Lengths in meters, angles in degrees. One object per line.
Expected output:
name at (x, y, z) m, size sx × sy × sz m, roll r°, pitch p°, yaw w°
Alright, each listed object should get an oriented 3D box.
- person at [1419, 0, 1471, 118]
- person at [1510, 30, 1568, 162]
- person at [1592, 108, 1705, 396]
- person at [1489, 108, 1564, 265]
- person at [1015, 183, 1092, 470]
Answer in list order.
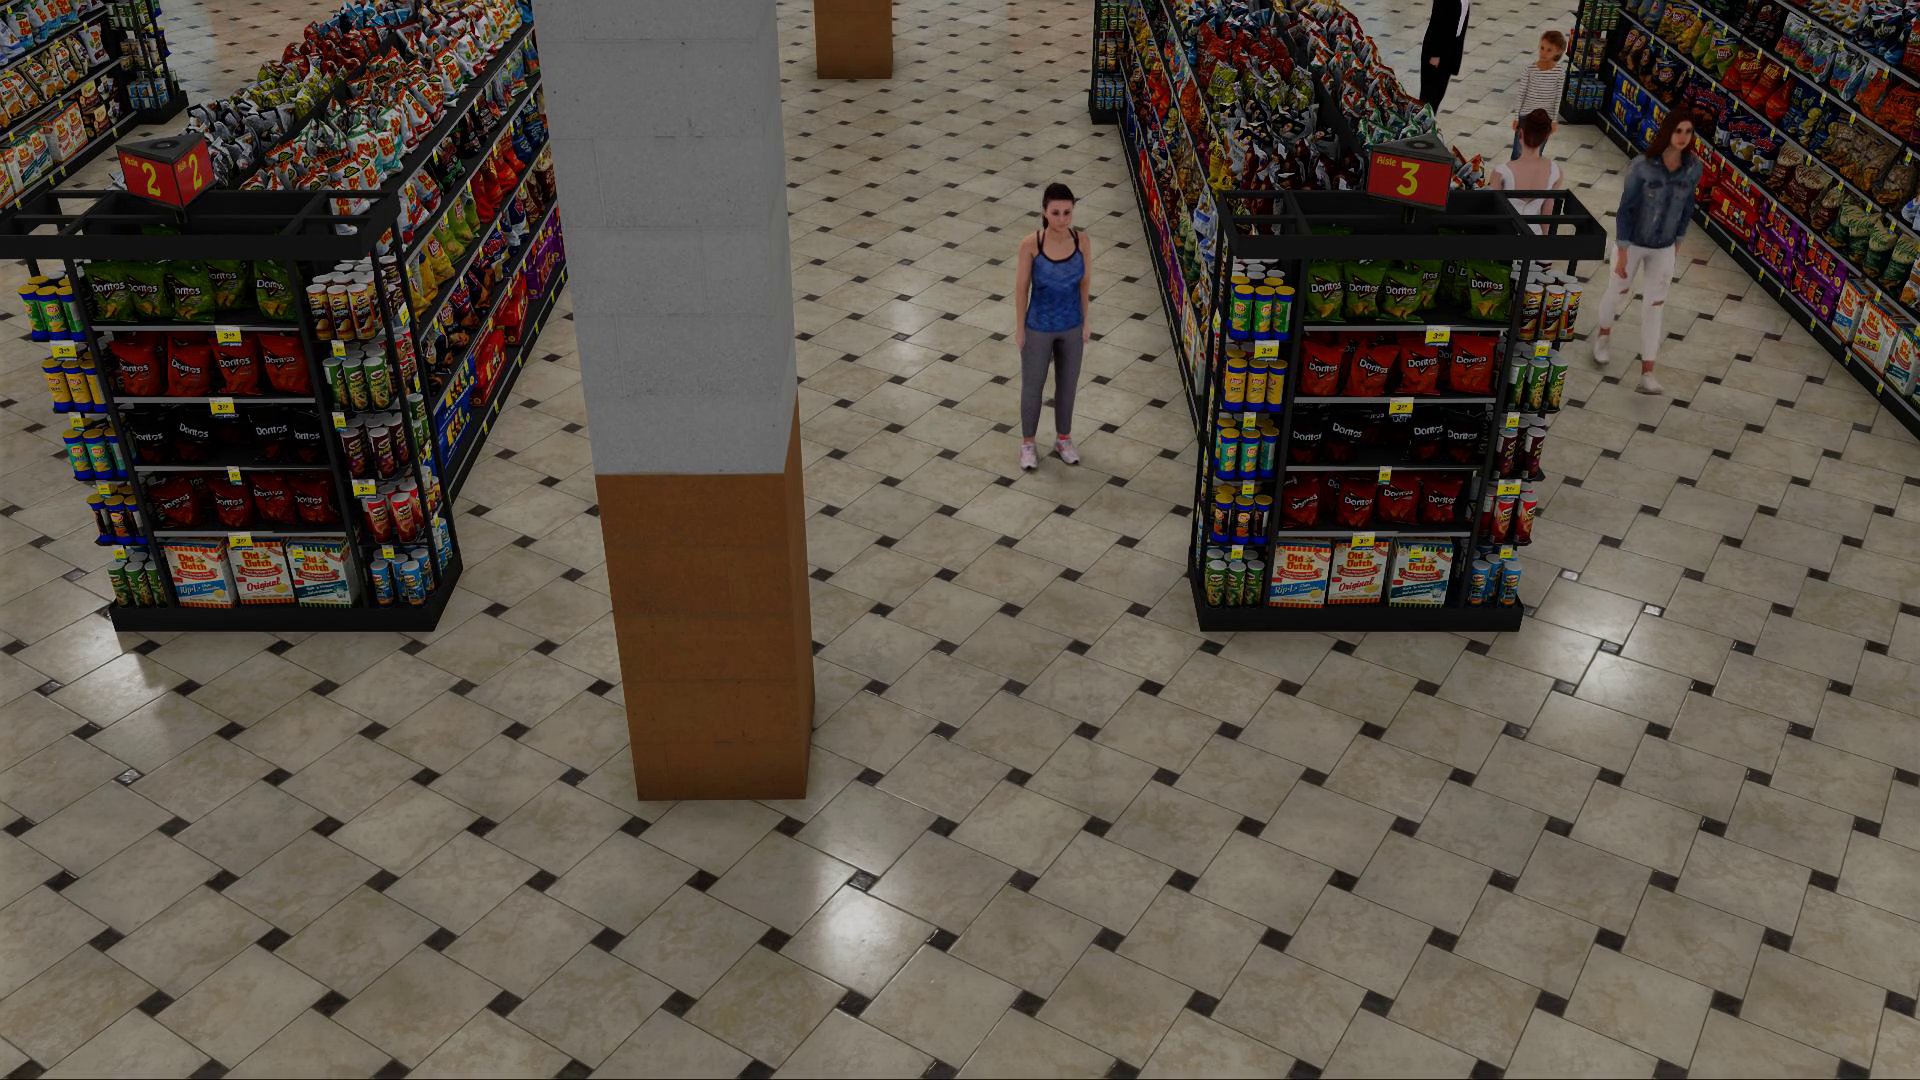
person at (3.774, -3.847, 13.103) m, size 0.733 × 1.800 × 0.636 m, roll 20°, pitch 37°, yaw 29°
person at (4.308, -3.155, 12.452) m, size 0.508 × 1.313 × 0.515 m, roll 7°, pitch 33°, yaw 11°
person at (4.019, -1.743, 9.860) m, size 0.699 × 1.654 × 1.115 m, roll 3°, pitch 32°, yaw 5°
person at (3.150, -1.598, 9.495) m, size 0.567 × 1.793 × 0.465 m, roll -1°, pitch 32°, yaw -1°
person at (0.503, -1.145, 8.941) m, size 0.612 × 1.608 × 0.590 m, roll -7°, pitch 33°, yaw -11°
